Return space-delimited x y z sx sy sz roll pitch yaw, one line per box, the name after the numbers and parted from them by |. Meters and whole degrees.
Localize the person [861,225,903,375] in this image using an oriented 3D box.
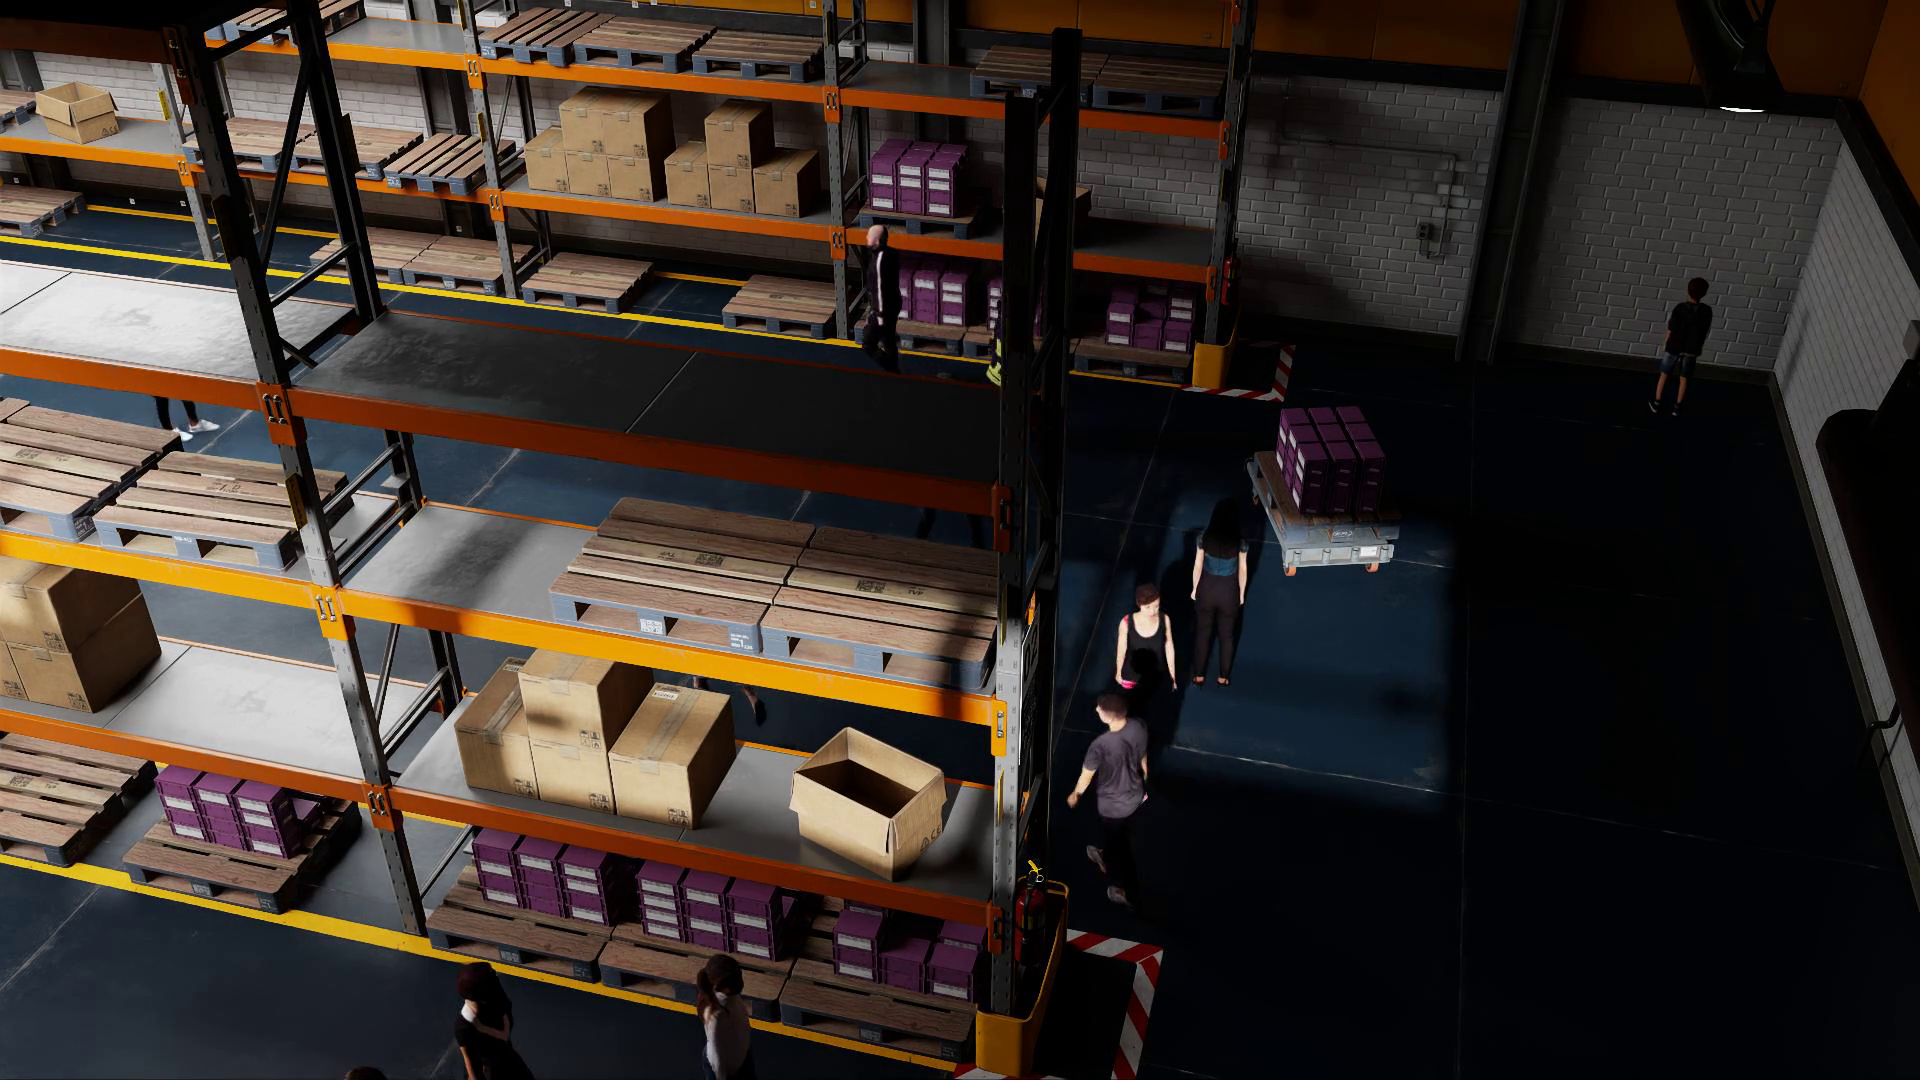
-0.666 -2.293 16.723 0.684 1.824 0.676 9 35 13 | person

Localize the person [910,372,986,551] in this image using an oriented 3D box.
0.024 -0.588 14.181 1.080 1.799 0.747 12 35 17 | person

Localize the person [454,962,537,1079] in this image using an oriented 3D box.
-2.590 2.900 8.956 0.912 1.773 0.657 6 34 9 | person

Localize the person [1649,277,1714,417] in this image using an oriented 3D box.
7.180 -1.926 16.512 0.457 1.446 0.600 11 35 15 | person

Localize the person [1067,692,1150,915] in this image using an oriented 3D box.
1.072 1.744 10.737 0.895 1.727 0.998 -26 42 -34 | person

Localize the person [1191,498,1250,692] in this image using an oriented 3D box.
1.973 0.424 12.716 0.439 1.734 0.624 7 34 10 | person

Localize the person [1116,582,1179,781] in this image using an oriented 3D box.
1.327 0.918 12.172 1.029 1.513 0.944 -8 35 -12 | person

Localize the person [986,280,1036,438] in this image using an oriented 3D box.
0.587 -1.755 15.891 0.839 1.849 0.820 3 34 4 | person

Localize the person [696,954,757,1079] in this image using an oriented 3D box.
-1.369 2.854 9.234 0.934 1.541 0.586 5 34 7 | person
